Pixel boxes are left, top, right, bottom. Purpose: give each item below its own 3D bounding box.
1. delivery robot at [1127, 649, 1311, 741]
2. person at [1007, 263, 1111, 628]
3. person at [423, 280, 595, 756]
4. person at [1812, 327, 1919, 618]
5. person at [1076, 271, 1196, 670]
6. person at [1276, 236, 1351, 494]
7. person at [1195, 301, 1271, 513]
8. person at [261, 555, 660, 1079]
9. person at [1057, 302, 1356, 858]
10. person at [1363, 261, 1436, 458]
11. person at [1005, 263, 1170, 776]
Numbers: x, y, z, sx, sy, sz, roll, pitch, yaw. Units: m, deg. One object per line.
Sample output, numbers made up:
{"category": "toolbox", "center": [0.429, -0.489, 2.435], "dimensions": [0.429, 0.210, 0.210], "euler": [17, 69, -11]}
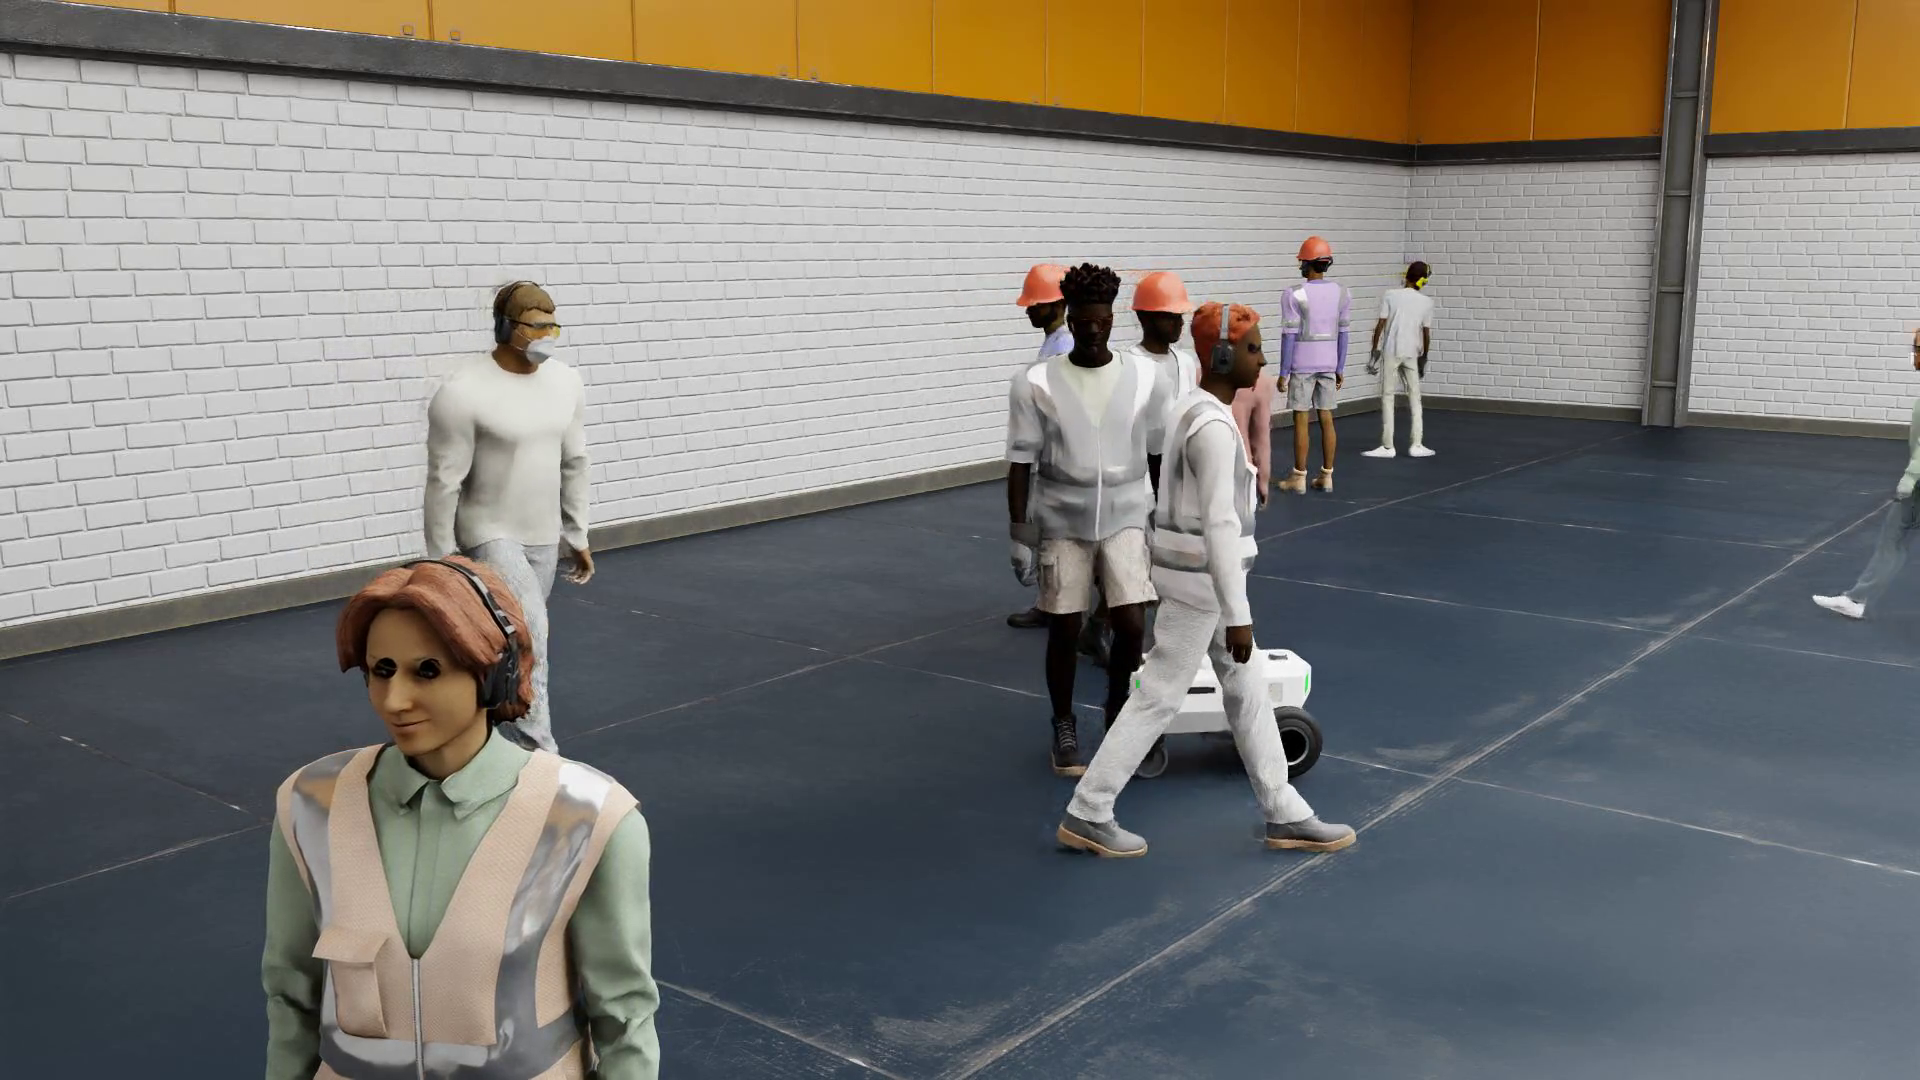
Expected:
{"category": "delivery robot", "center": [0.966, 0.559, 6.391], "dimensions": [0.707, 0.478, 0.477], "euler": [-1, 10, -7]}
{"category": "person", "center": [0.556, -0.450, 8.492], "dimensions": [0.566, 1.911, 0.564], "euler": [1, 10, 3]}
{"category": "person", "center": [-1.673, 0.008, 6.033], "dimensions": [0.979, 1.895, 0.628], "euler": [6, 12, 31]}
{"category": "person", "center": [4.918, -0.317, 8.608], "dimensions": [0.810, 1.595, 0.519], "euler": [4, 11, 21]}
{"category": "person", "center": [0.862, -0.274, 7.569], "dimensions": [0.970, 1.896, 0.556], "euler": [10, 14, 43]}
{"category": "person", "center": [2.809, -1.388, 13.303], "dimensions": [0.607, 2.048, 0.367], "euler": [-4, 11, -20]}
{"category": "person", "center": [1.271, -0.291, 8.109], "dimensions": [0.536, 1.734, 0.869], "euler": [-3, 11, -14]}
{"category": "person", "center": [-0.638, 0.826, 2.163], "dimensions": [0.514, 1.641, 0.308], "euler": [1, 10, 5]}
{"category": "person", "center": [0.782, 0.152, 5.386], "dimensions": [0.993, 1.833, 0.600], "euler": [1, 10, 5]}
{"category": "person", "center": [4.114, -1.667, 15.478], "dimensions": [0.652, 1.832, 0.349], "euler": [-1, 10, -3]}
{"category": "person", "center": [0.501, -0.051, 6.196], "dimensions": [0.689, 1.938, 0.536], "euler": [-1, 10, -5]}
